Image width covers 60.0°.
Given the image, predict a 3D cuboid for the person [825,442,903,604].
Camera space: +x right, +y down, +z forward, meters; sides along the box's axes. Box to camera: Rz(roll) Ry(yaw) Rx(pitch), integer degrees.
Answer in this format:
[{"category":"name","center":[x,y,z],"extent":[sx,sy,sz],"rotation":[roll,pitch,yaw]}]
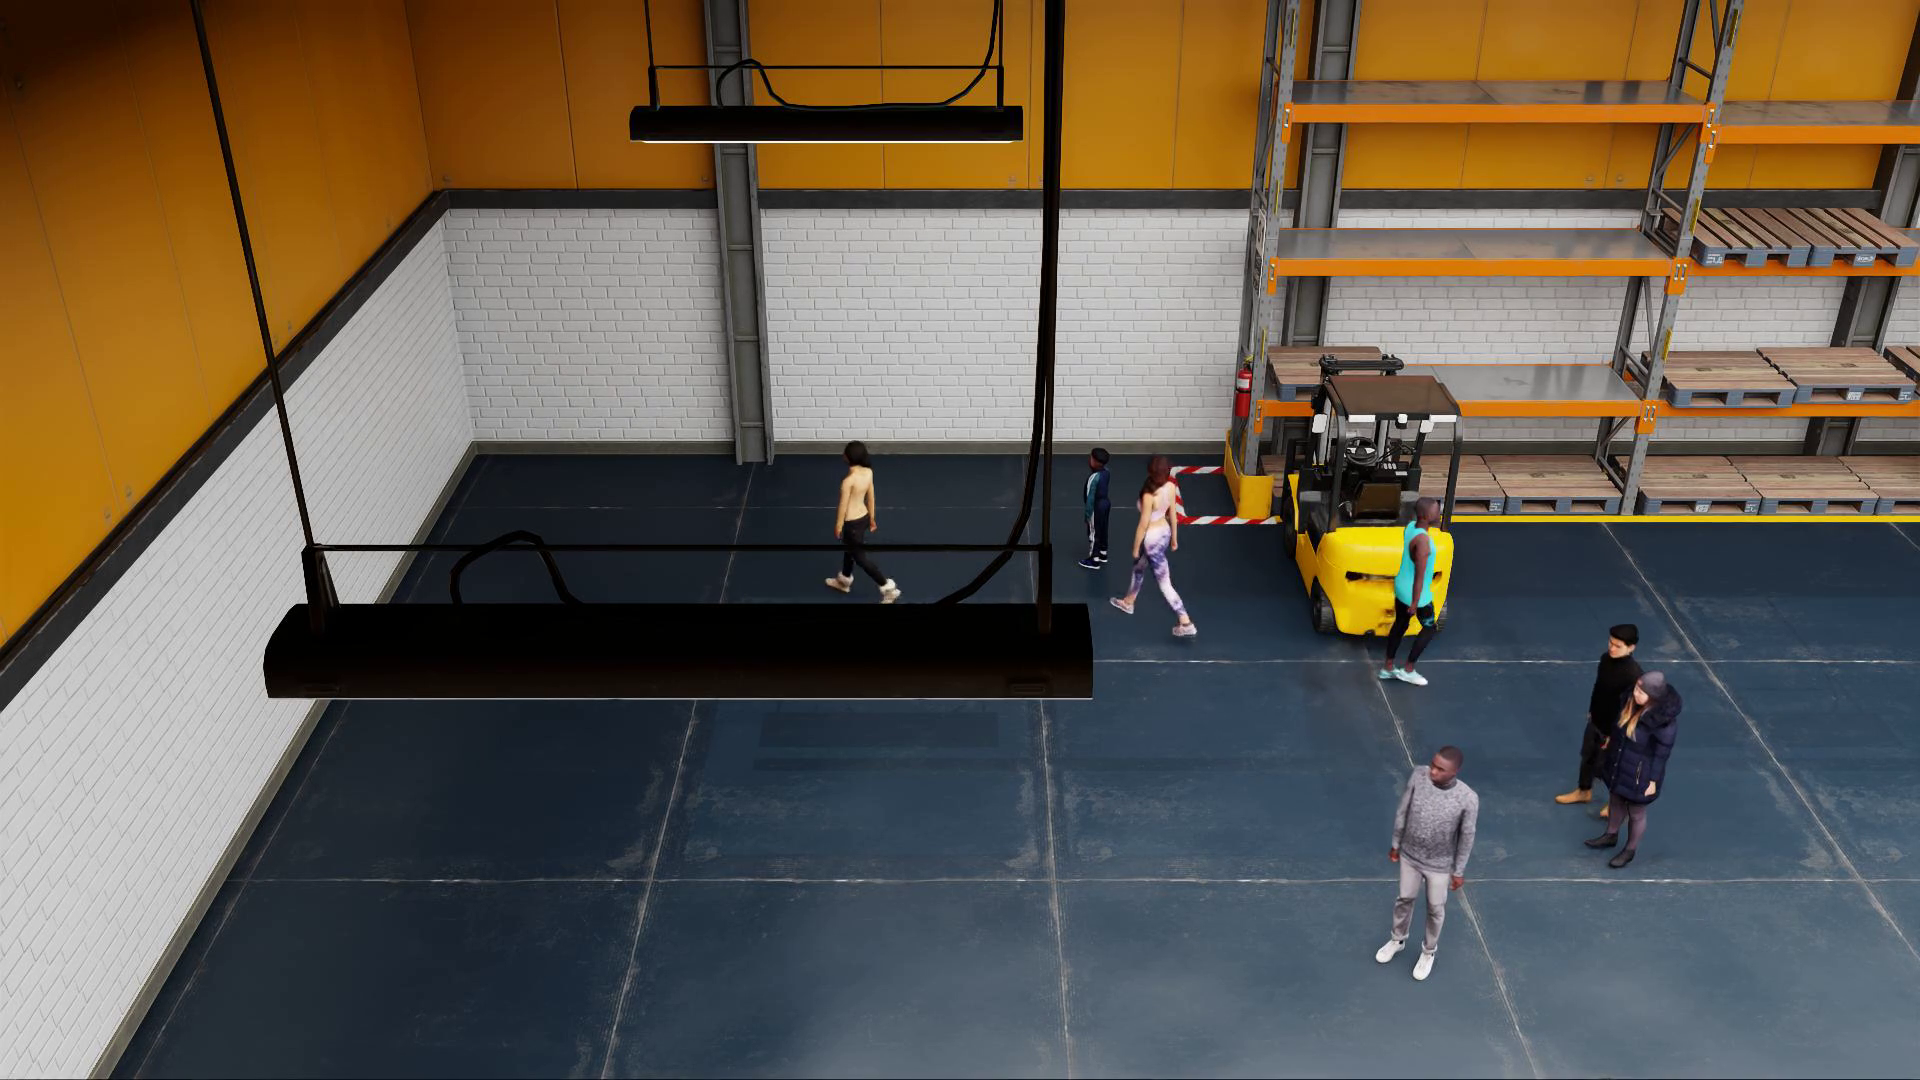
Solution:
[{"category":"person","center":[-0.896,-0.119,15.510],"extent":[1.187,1.629,0.925],"rotation":[14,32,24]}]

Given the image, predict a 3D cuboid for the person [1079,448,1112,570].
[{"category":"person","center":[1.350,-0.326,16.280],"extent":[0.602,1.254,0.571],"rotation":[17,33,28]}]

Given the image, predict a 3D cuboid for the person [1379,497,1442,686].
[{"category":"person","center":[3.794,0.444,14.301],"extent":[0.637,1.798,0.631],"rotation":[-3,29,-5]}]

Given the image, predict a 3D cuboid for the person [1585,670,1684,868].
[{"category":"person","center":[4.963,1.659,12.204],"extent":[0.771,1.674,0.766],"rotation":[-11,30,-19]}]

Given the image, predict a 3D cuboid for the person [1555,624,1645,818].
[{"category":"person","center":[5.004,1.387,12.652],"extent":[0.786,1.720,0.735],"rotation":[-4,29,-7]}]

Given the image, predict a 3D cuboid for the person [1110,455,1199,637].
[{"category":"person","center":[1.842,0.090,15.030],"extent":[1.243,1.721,1.079],"rotation":[21,35,34]}]

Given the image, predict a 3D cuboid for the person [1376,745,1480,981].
[{"category":"person","center":[3.159,2.122,11.183],"extent":[0.723,1.837,0.811],"rotation":[22,36,34]}]
